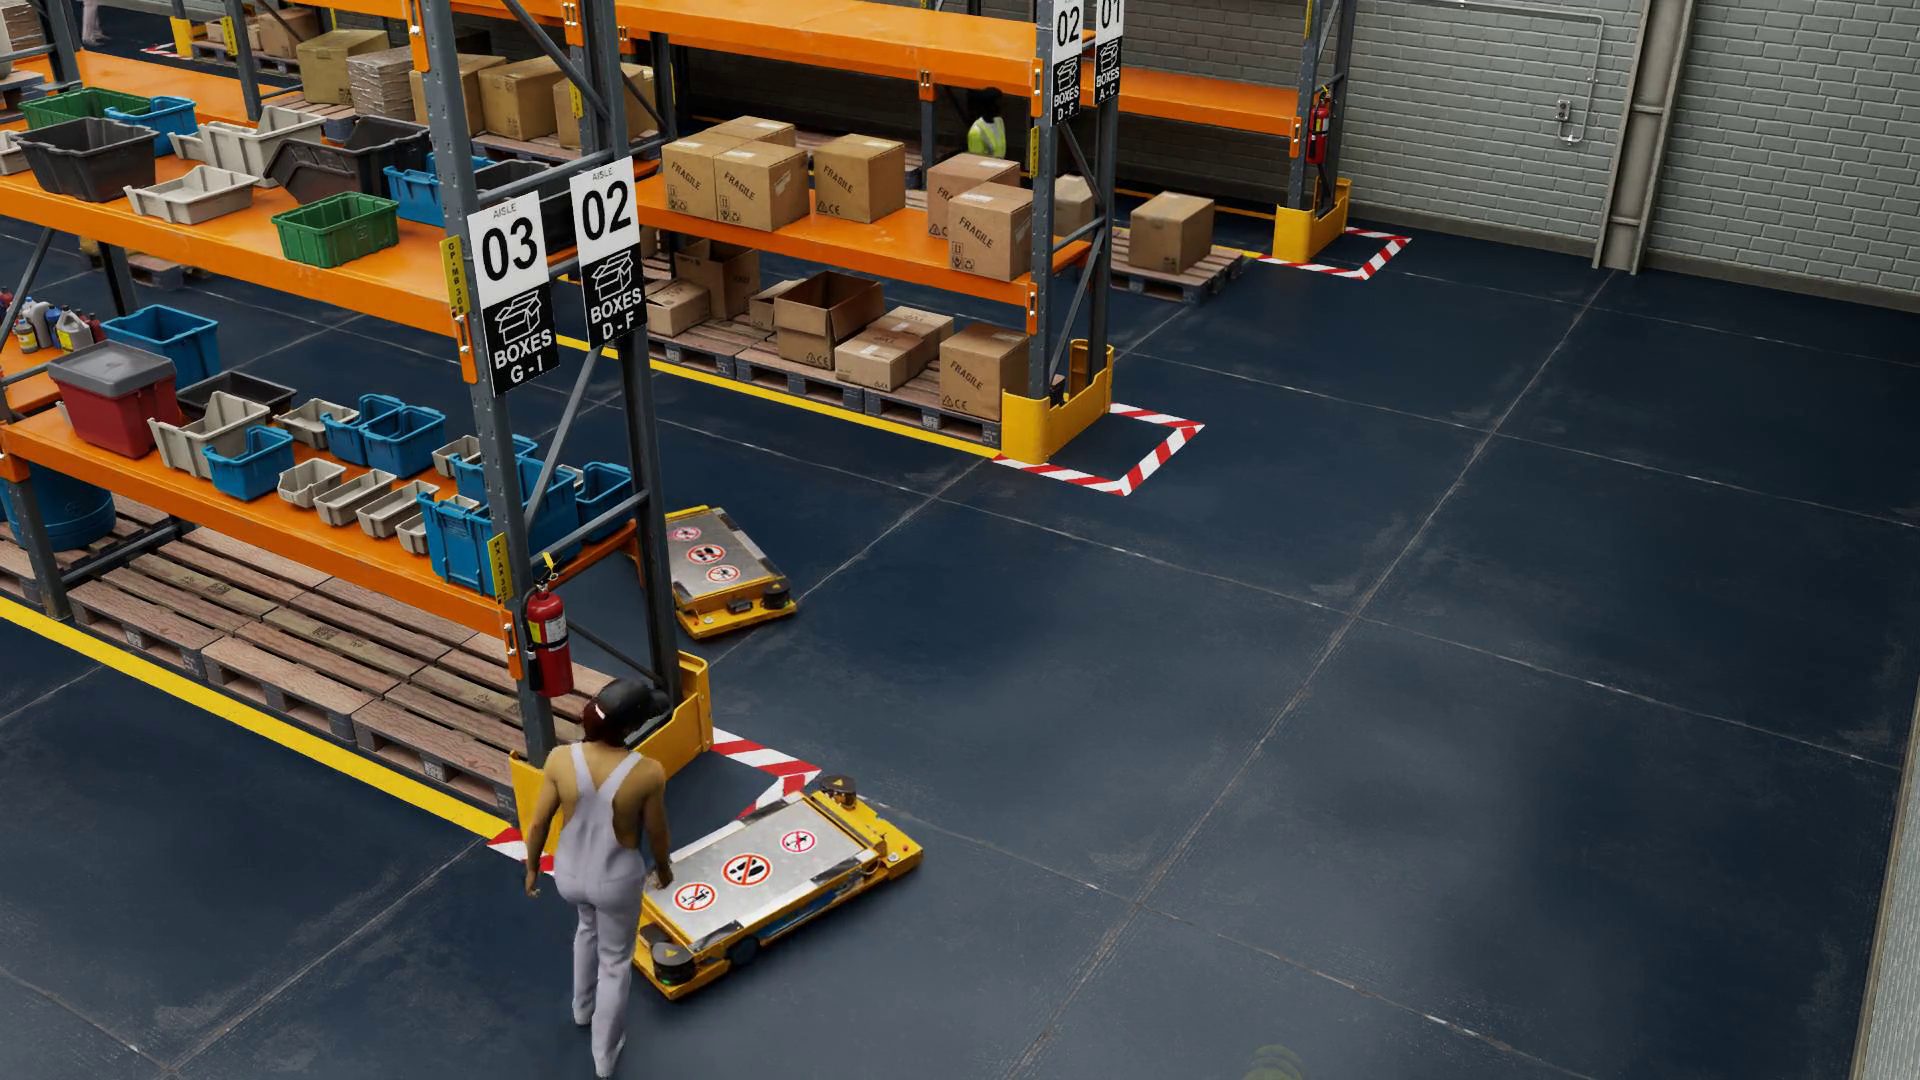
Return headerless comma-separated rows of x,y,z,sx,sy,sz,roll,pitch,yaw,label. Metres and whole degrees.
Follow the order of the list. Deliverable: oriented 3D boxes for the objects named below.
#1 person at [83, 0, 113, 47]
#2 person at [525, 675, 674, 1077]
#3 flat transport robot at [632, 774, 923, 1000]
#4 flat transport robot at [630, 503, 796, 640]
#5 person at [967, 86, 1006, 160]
-12.146,-7.760,22.990,0.384,1.807,0.657,-10,31,-17,person
-1.432,1.316,6.693,0.601,1.810,0.601,6,30,11,person
-0.926,1.588,7.783,1.431,0.231,0.659,-23,36,-35,flat transport robot
-1.614,0.147,10.370,0.659,0.231,1.431,-15,33,-25,flat transport robot
0.233,-3.265,15.041,0.409,1.686,0.532,16,33,27,person
